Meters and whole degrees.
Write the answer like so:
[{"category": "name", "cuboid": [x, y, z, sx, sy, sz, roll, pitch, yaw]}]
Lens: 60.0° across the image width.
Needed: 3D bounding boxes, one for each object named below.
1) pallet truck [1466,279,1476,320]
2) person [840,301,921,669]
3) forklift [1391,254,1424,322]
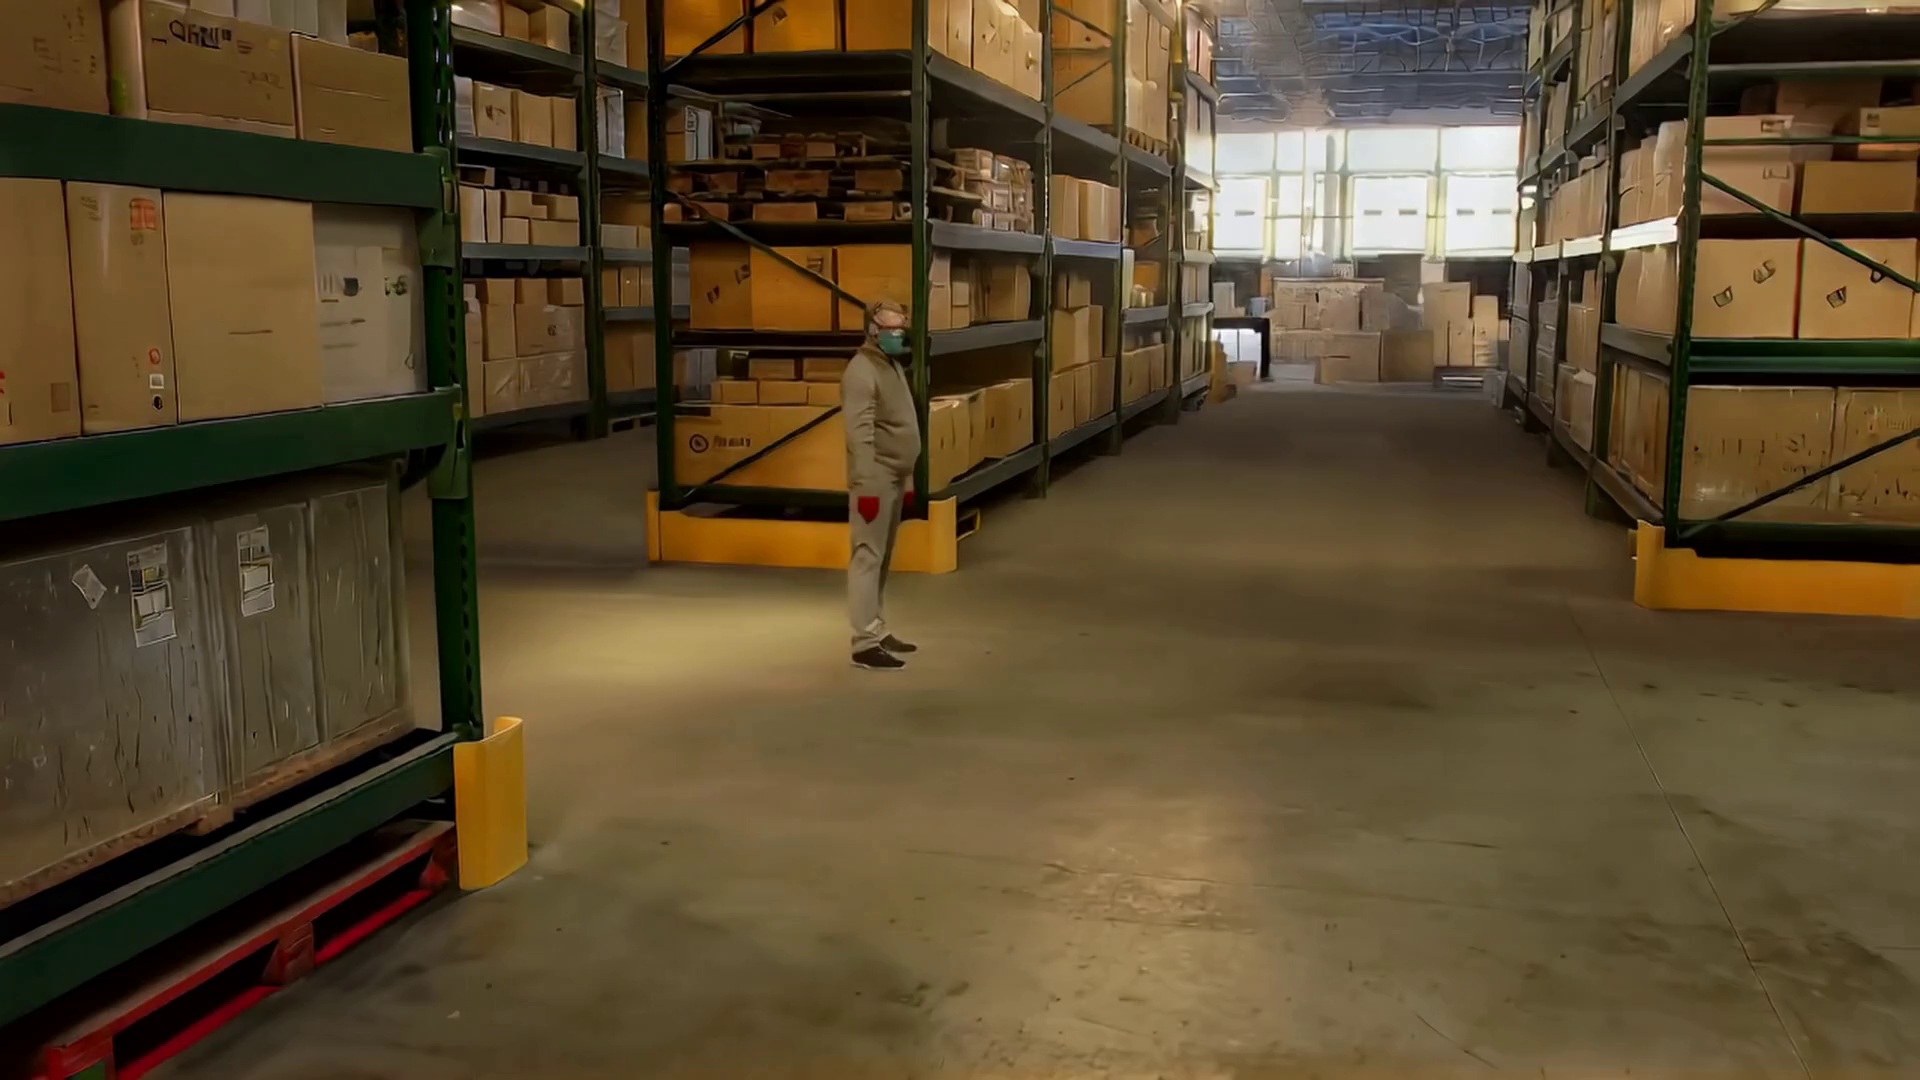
[{"category": "pallet truck", "cuboid": [18.896, -8.459, 60.307, 1.885, 1.965, 0.823, 5, 10, 31]}, {"category": "person", "cuboid": [-0.402, -0.293, 8.732, 0.399, 1.905, 0.642, 2, 9, 10]}, {"category": "forklift", "cuboid": [14.740, -8.061, 54.986, 1.129, 2.768, 1.873, -2, 9, -11]}]
